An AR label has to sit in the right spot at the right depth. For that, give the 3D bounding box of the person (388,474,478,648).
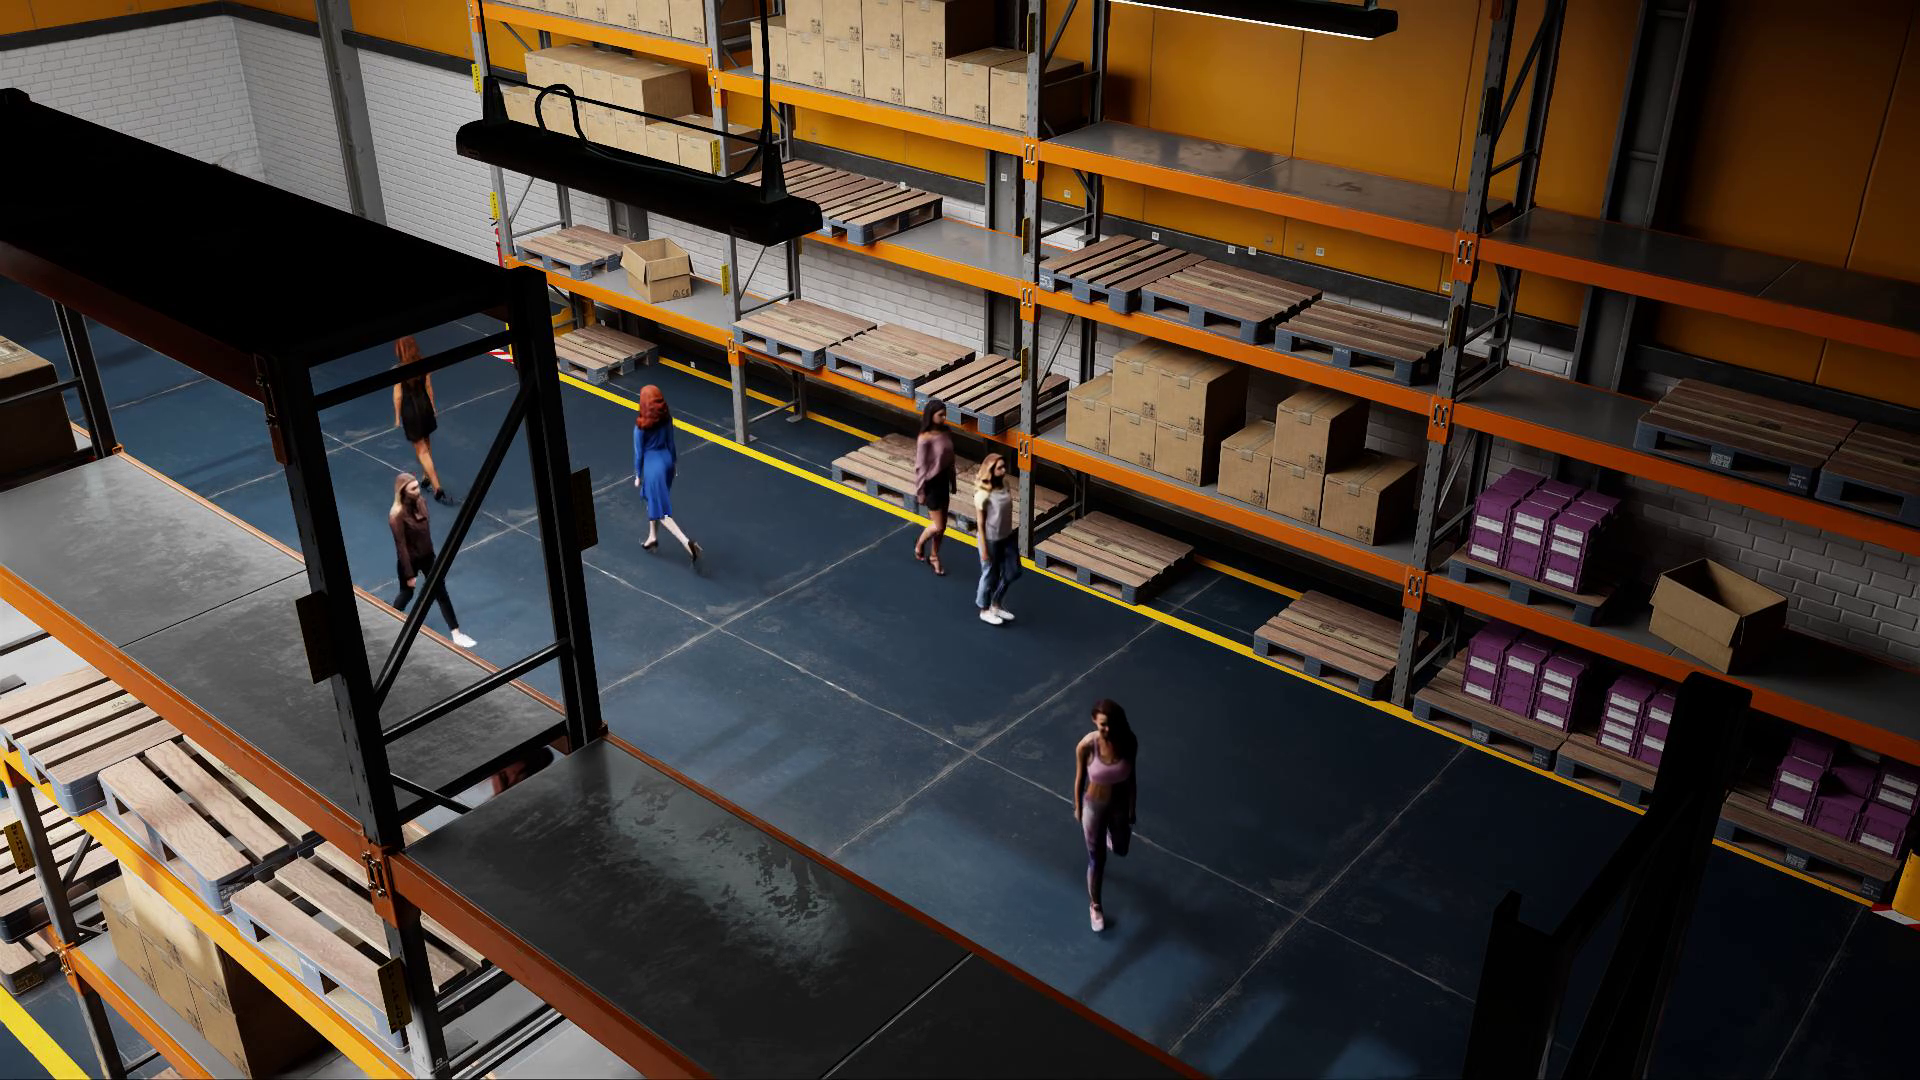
[{"bbox_3d":[-4.788,0.190,14.458,1.184,1.658,0.818,13,31,22],"label":"person"}]

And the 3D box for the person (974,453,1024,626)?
[{"bbox_3d":[0.234,-0.018,14.785,0.636,1.711,0.645,19,34,31],"label":"person"}]

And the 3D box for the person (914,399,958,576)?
[{"bbox_3d":[-0.302,-0.495,15.571,0.671,1.794,0.651,21,35,33],"label":"person"}]

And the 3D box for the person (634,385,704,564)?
[{"bbox_3d":[-2.803,-0.567,15.694,1.101,1.804,0.659,19,34,31],"label":"person"}]

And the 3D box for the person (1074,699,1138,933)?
[{"bbox_3d":[0.982,1.801,11.409,0.929,1.750,1.051,-6,29,-10],"label":"person"}]

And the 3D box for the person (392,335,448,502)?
[{"bbox_3d":[-5.483,-1.233,16.892,0.767,1.826,0.570,22,36,35],"label":"person"}]
